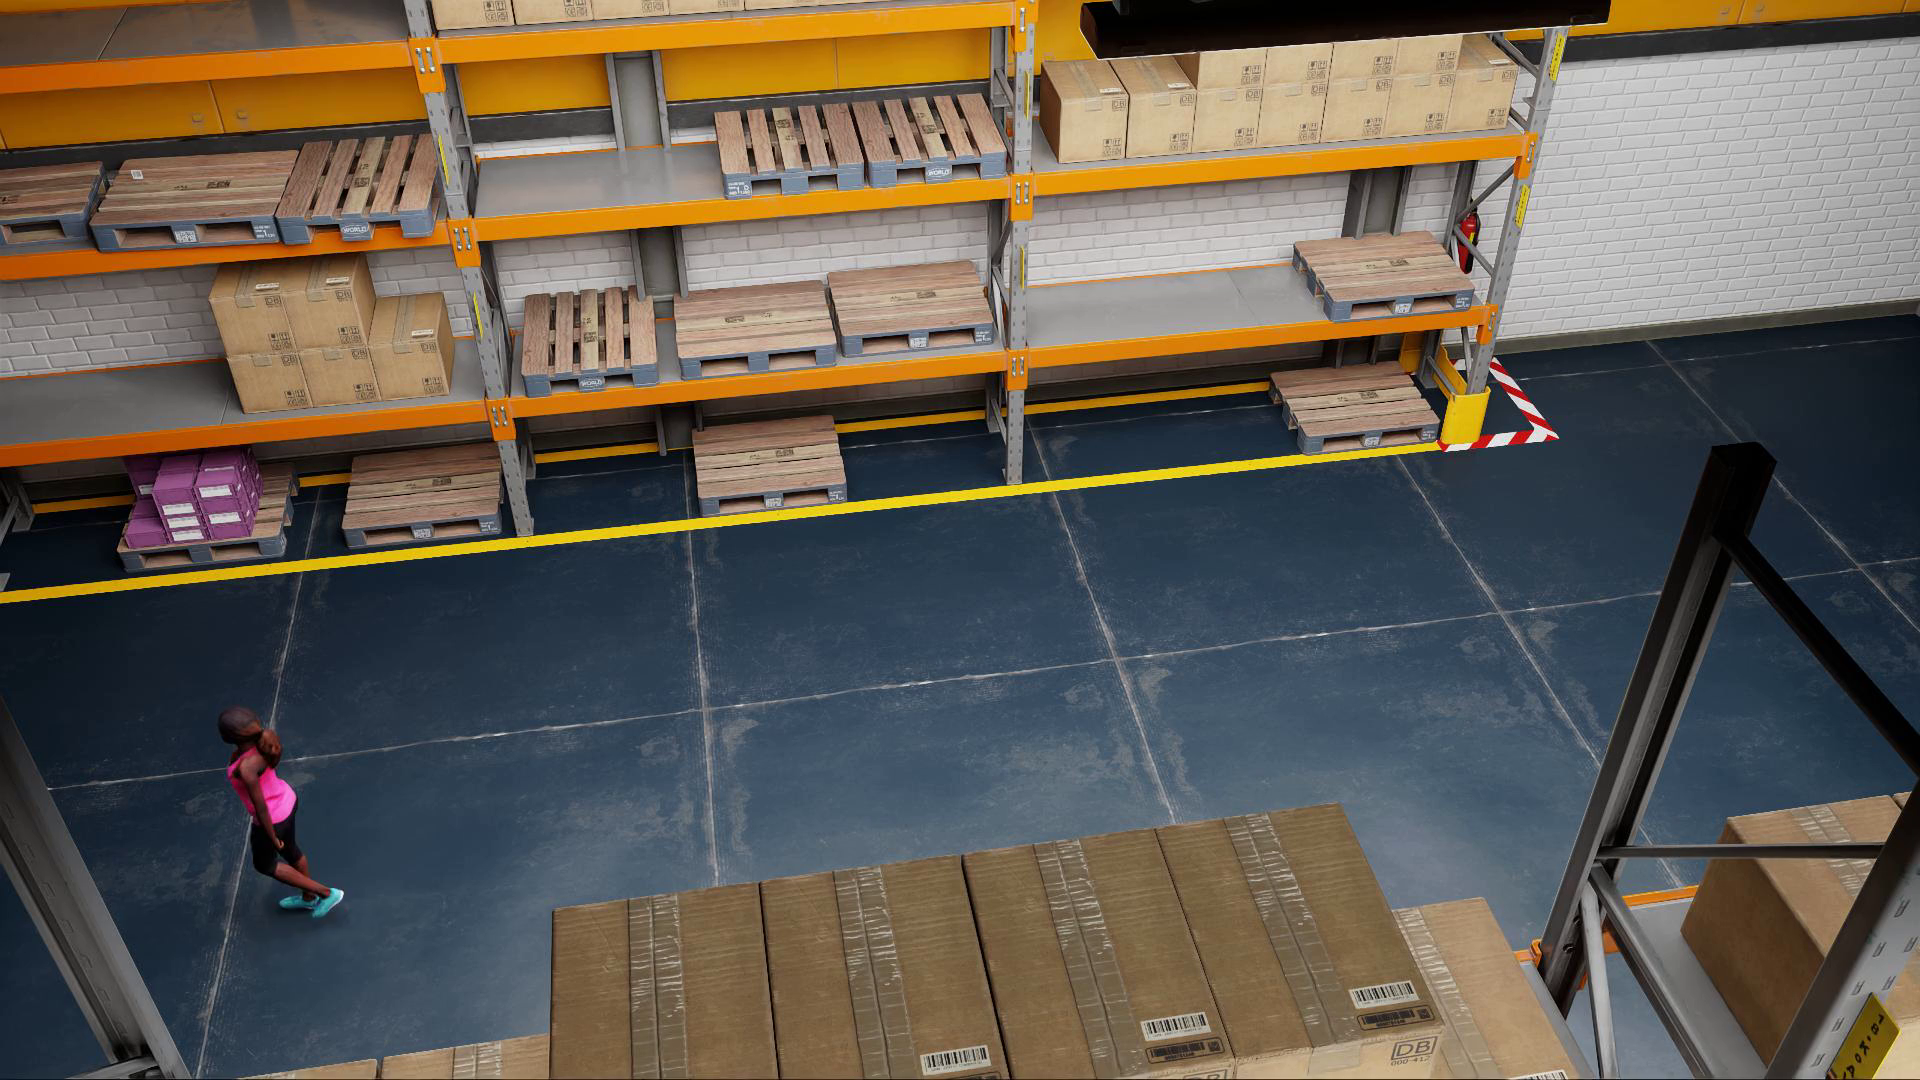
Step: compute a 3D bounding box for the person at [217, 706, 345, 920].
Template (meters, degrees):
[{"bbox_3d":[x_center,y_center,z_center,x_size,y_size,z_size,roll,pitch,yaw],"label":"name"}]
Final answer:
[{"bbox_3d":[-3.985,1.629,9.870,0.712,1.711,0.612,-1,39,-1],"label":"person"}]
